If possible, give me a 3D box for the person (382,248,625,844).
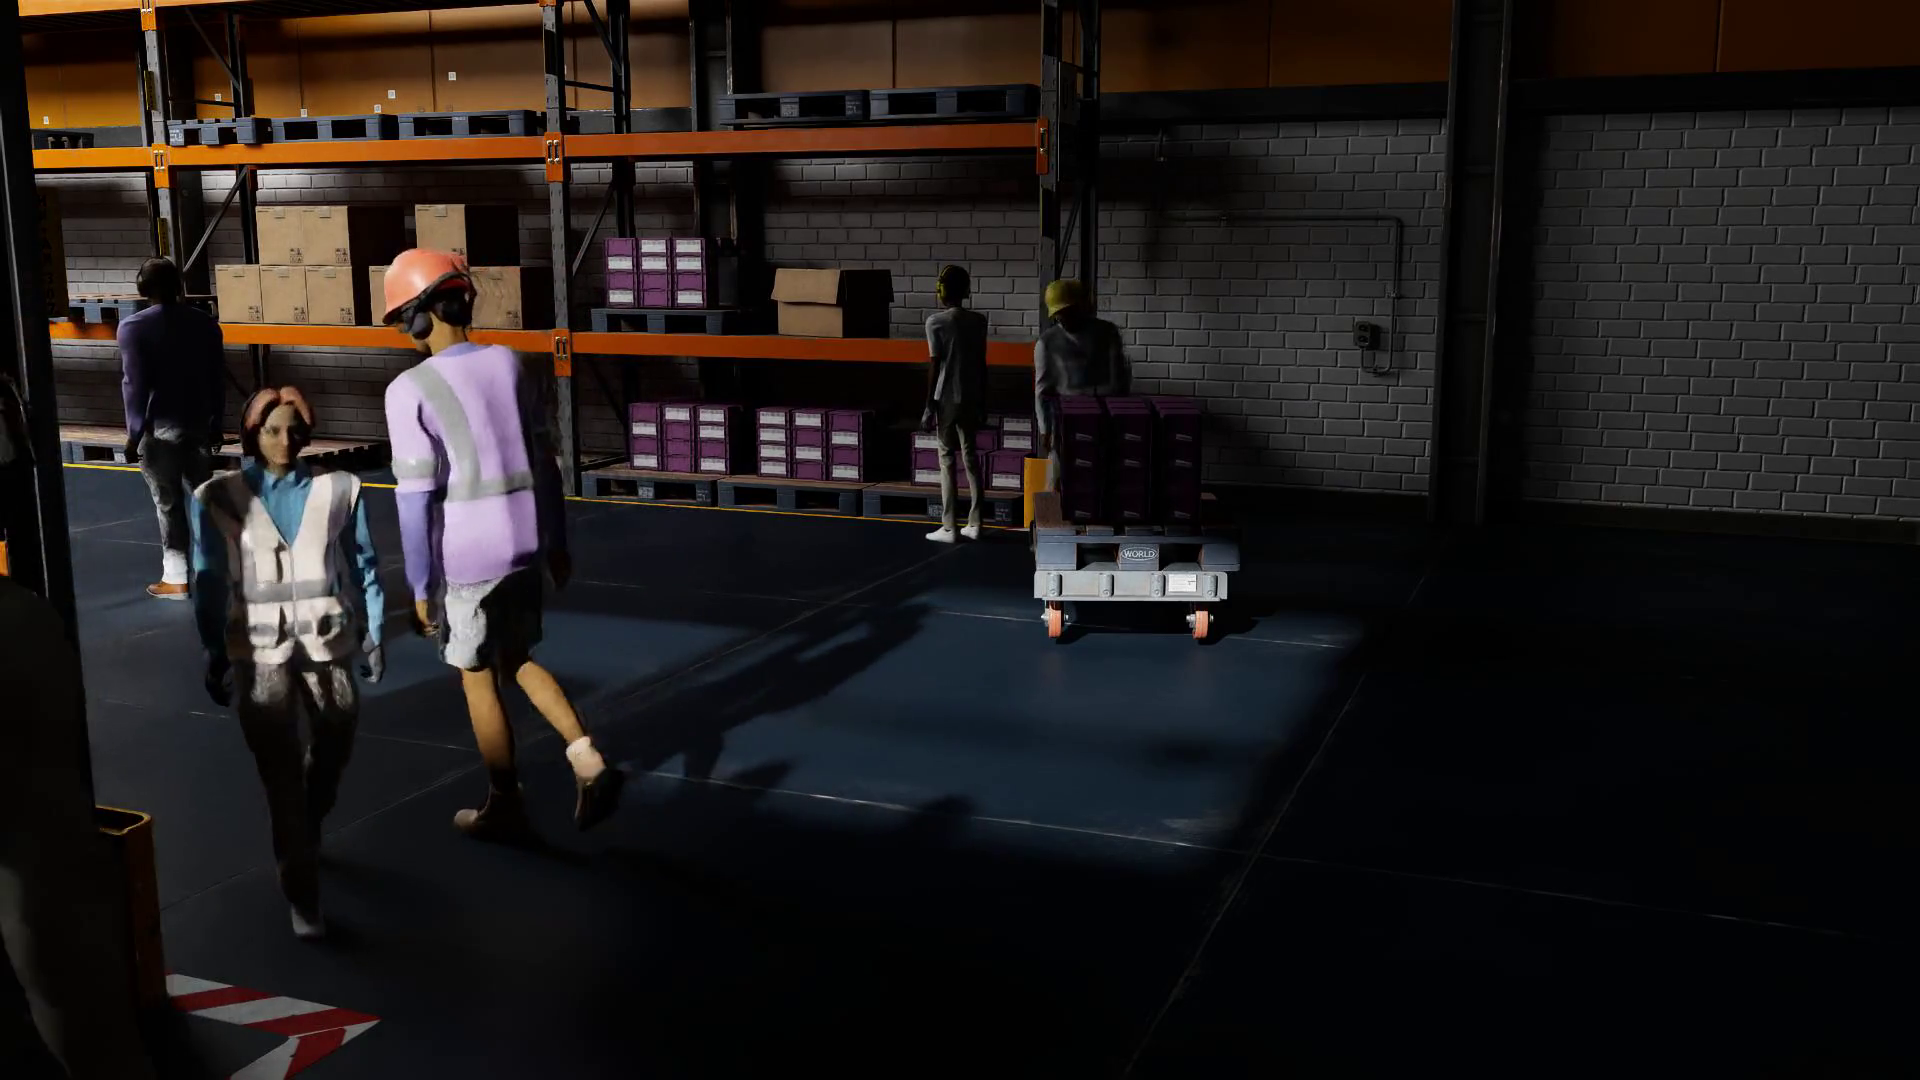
[{"bbox_3d":[-1.517,0.060,5.428,0.662,2.003,0.681,6,12,29],"label":"person"}]

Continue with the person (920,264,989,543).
[{"bbox_3d":[-0.034,-0.912,11.222,0.534,1.868,0.309,-8,13,-36],"label":"person"}]

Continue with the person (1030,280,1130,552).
[{"bbox_3d":[0.770,-0.766,10.675,0.671,1.782,0.421,-3,11,-16],"label":"person"}]

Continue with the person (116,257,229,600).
[{"bbox_3d":[-4.461,-0.630,9.459,0.354,1.936,0.635,5,11,28],"label":"person"}]

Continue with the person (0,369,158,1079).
[{"bbox_3d":[-1.402,0.684,2.254,0.648,1.918,0.722,-10,14,-44],"label":"person"}]

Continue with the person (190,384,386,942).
[{"bbox_3d":[-2.028,0.325,5.052,0.530,1.614,0.743,-6,12,-30],"label":"person"}]
